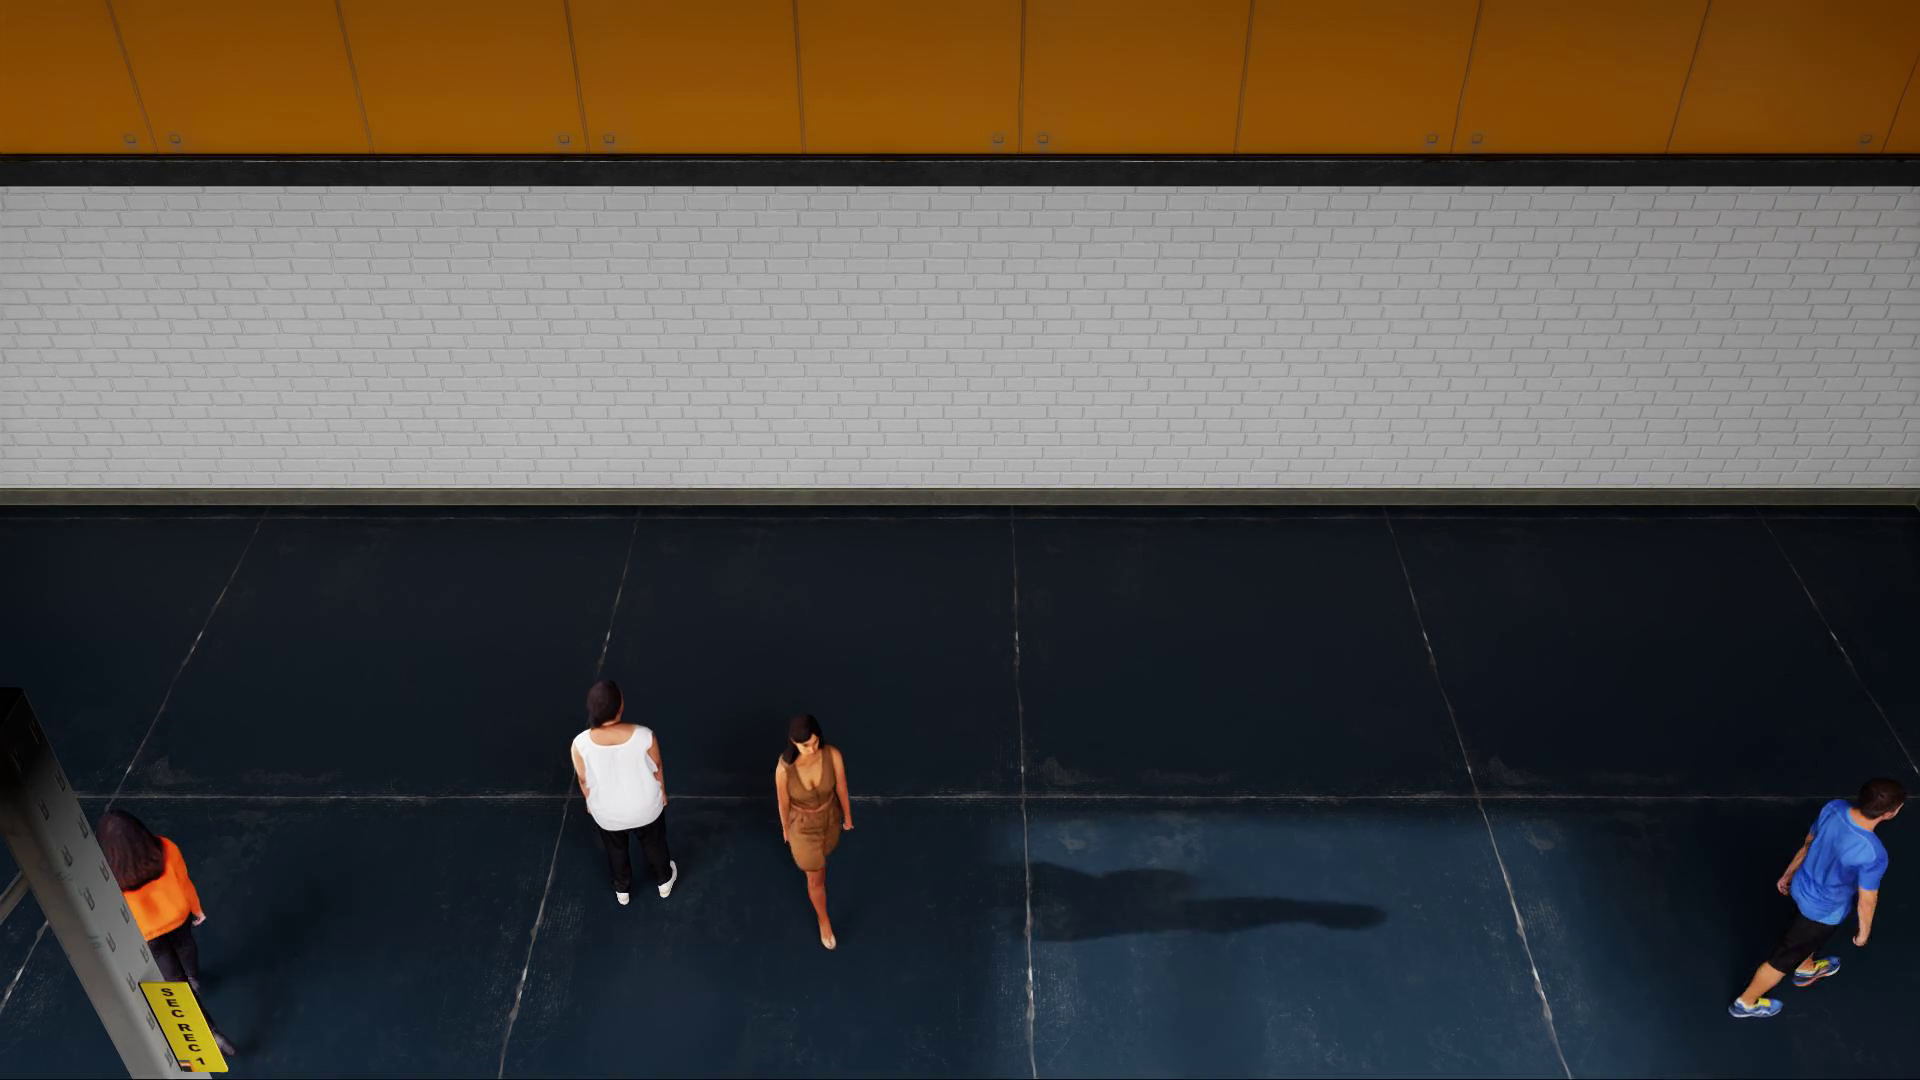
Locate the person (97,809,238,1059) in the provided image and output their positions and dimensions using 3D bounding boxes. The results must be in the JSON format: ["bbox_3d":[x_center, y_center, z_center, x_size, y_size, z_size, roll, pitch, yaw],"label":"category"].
[{"bbox_3d":[-4.300,2.142,9.025,1.149,1.719,1.089,31,48,33],"label":"person"}]

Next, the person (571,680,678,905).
[{"bbox_3d":[-1.989,1.497,9.855,0.678,1.690,0.642,-5,39,-6],"label":"person"}]

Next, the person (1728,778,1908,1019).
[{"bbox_3d":[4.610,1.997,9.110,0.837,1.839,0.992,-7,39,-9],"label":"person"}]

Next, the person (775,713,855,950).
[{"bbox_3d":[-0.880,1.598,9.752,0.865,1.660,1.108,-17,42,-21],"label":"person"}]
